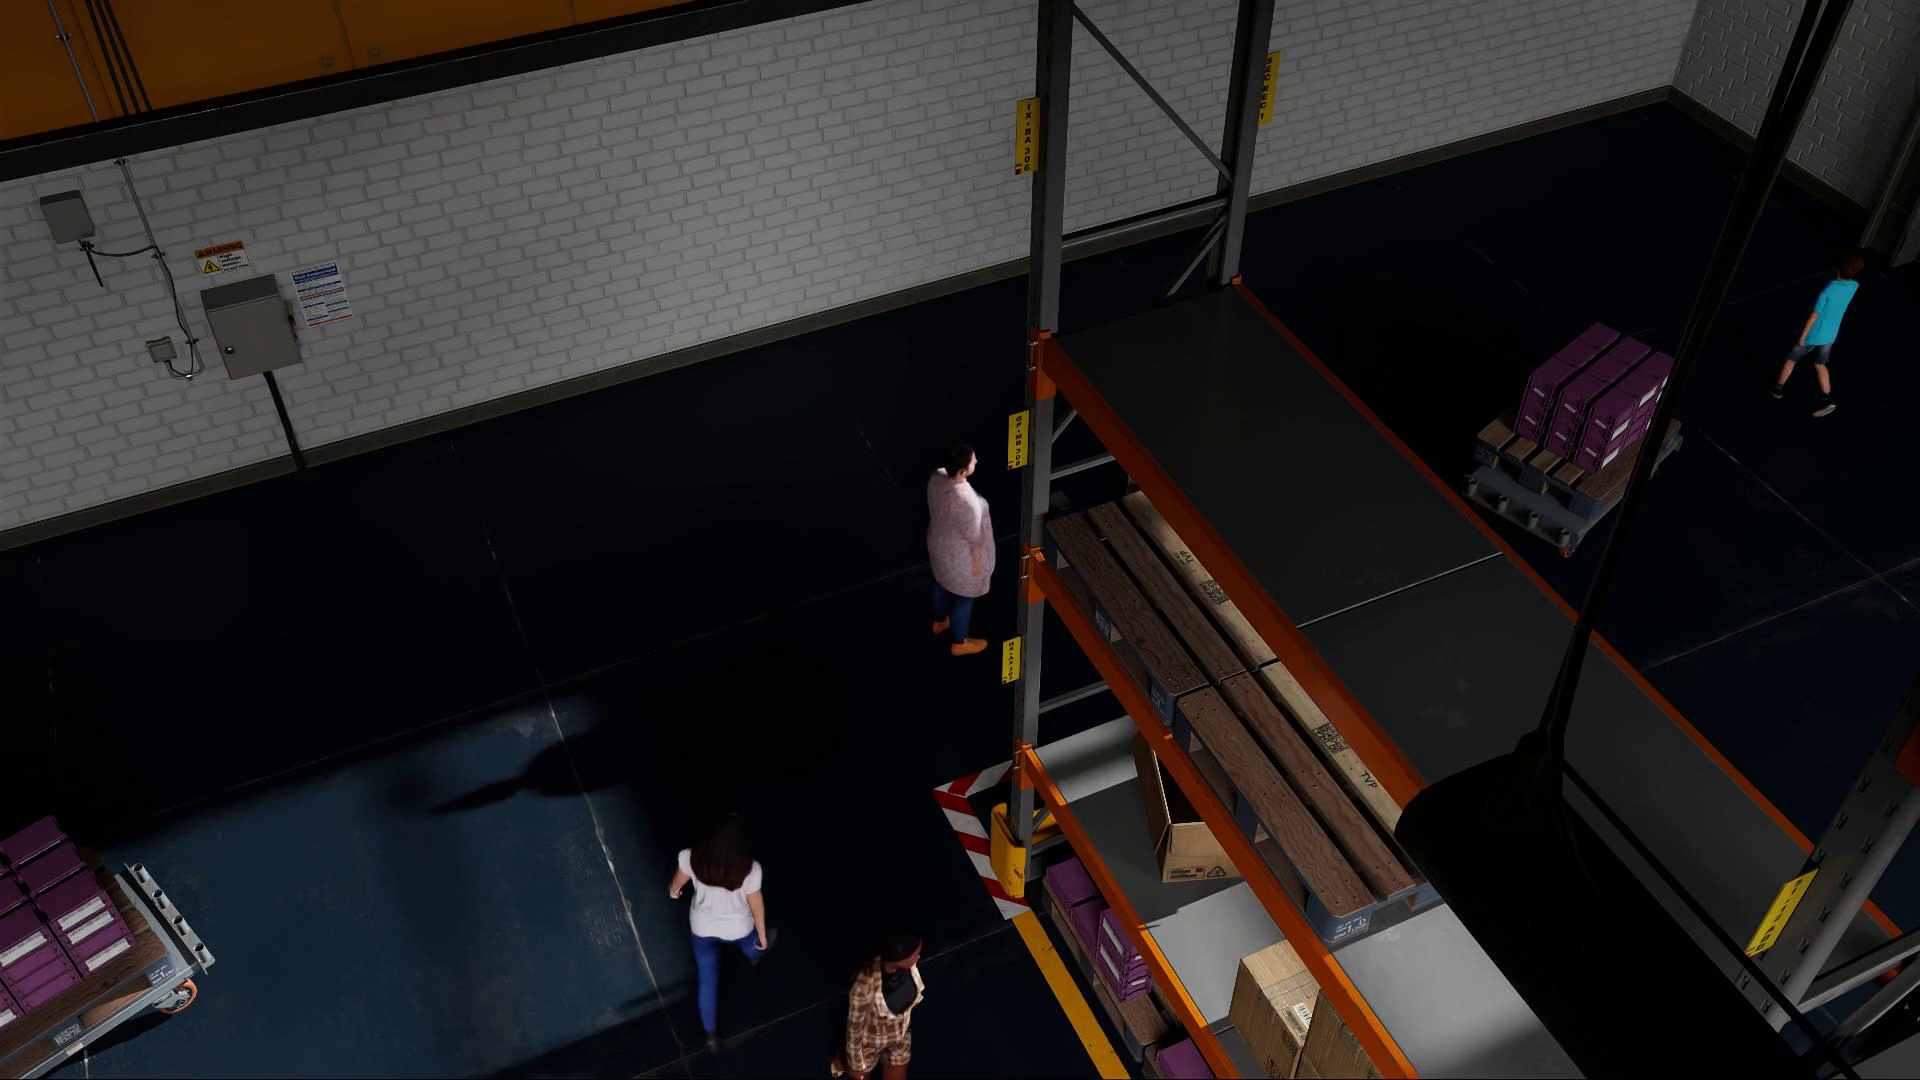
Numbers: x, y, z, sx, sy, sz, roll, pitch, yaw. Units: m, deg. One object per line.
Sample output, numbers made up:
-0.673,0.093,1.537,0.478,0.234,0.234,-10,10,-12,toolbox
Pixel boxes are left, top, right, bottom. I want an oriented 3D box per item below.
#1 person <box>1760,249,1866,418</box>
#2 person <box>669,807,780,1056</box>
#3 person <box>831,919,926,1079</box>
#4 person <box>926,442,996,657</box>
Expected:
6.681,-1.587,12.829,0.603,1.435,0.912,-13,45,-14,person
-1.264,2.126,8.794,1.028,1.625,1.172,0,44,0,person
-0.446,2.456,8.361,0.764,1.744,1.004,-22,48,-22,person
-0.028,0.036,10.902,0.766,1.743,0.586,-23,48,-22,person
